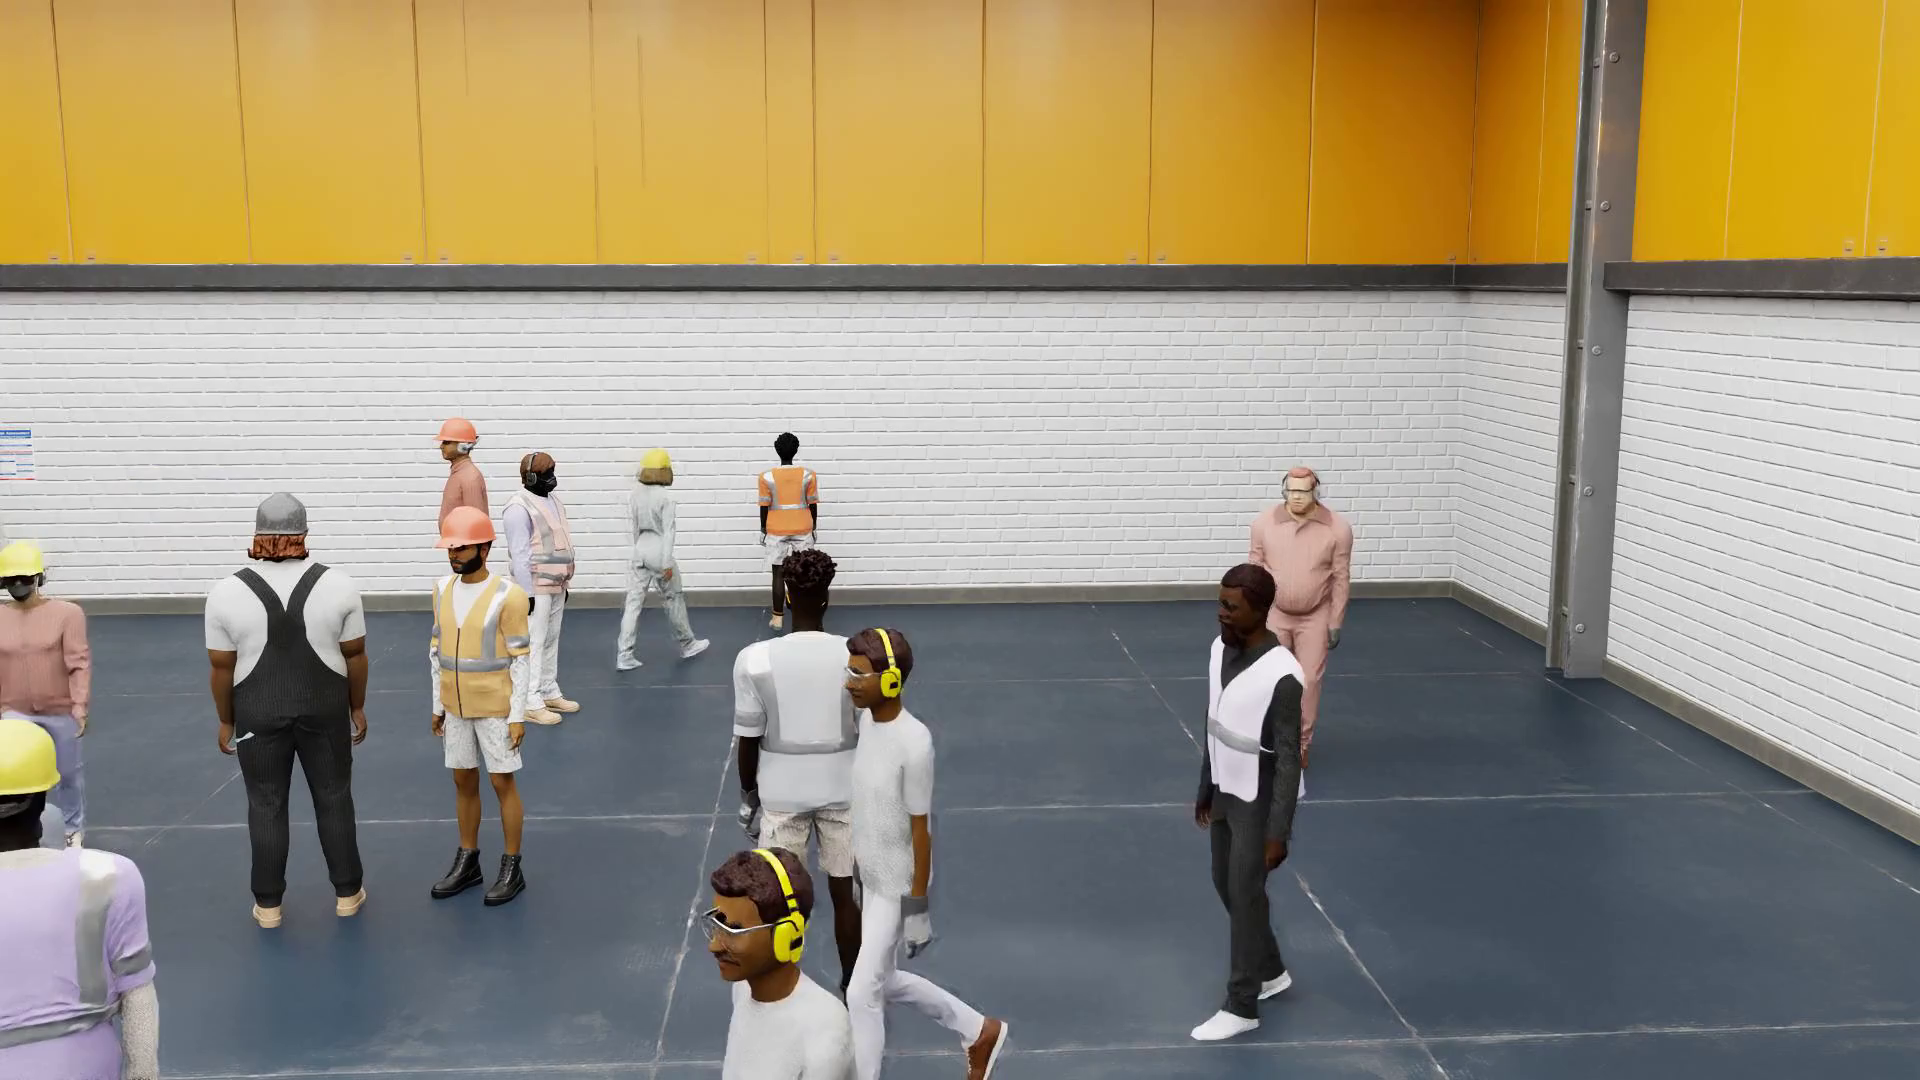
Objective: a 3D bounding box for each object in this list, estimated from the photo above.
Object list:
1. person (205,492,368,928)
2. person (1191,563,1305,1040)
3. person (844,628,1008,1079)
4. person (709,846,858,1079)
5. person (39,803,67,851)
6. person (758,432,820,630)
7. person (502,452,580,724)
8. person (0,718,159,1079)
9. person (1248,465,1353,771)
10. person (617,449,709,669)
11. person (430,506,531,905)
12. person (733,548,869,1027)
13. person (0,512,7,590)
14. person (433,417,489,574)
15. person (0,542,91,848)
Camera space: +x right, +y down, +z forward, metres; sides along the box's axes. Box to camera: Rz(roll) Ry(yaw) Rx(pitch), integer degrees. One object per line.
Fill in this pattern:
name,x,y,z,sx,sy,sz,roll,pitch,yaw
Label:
person,-3.145,0.779,7.824,0.688,2.000,0.536,-4,10,-23
person,1.154,1.040,6.675,0.471,1.941,0.595,-3,9,-17
person,-0.201,1.196,5.836,0.770,1.846,0.517,-4,10,-23
person,-0.327,1.546,3.677,0.932,1.840,0.514,-7,11,-36
person,-3.102,1.391,5.339,0.521,1.606,0.751,-8,12,-40
person,-1.465,-0.071,14.236,0.531,1.697,0.320,-2,9,-13
person,-2.842,0.317,11.350,0.429,1.844,0.626,2,9,10
person,-2.367,1.402,4.265,0.591,1.926,0.376,-5,10,-27
person,2.101,0.459,10.348,0.644,1.888,0.551,3,9,17
person,-2.366,0.136,12.957,0.504,1.691,0.916,6,11,32
person,-2.334,0.796,8.037,0.543,1.939,0.360,3,10,21
person,-0.593,1.004,6.646,0.603,1.966,0.368,-1,9,-6
person,-7.114,0.182,11.789,0.658,1.965,0.841,-5,10,-29
person,-3.665,0.089,12.294,0.373,1.997,0.615,-5,10,-27
person,-4.640,0.857,8.370,0.528,1.715,0.895,-3,10,-19
